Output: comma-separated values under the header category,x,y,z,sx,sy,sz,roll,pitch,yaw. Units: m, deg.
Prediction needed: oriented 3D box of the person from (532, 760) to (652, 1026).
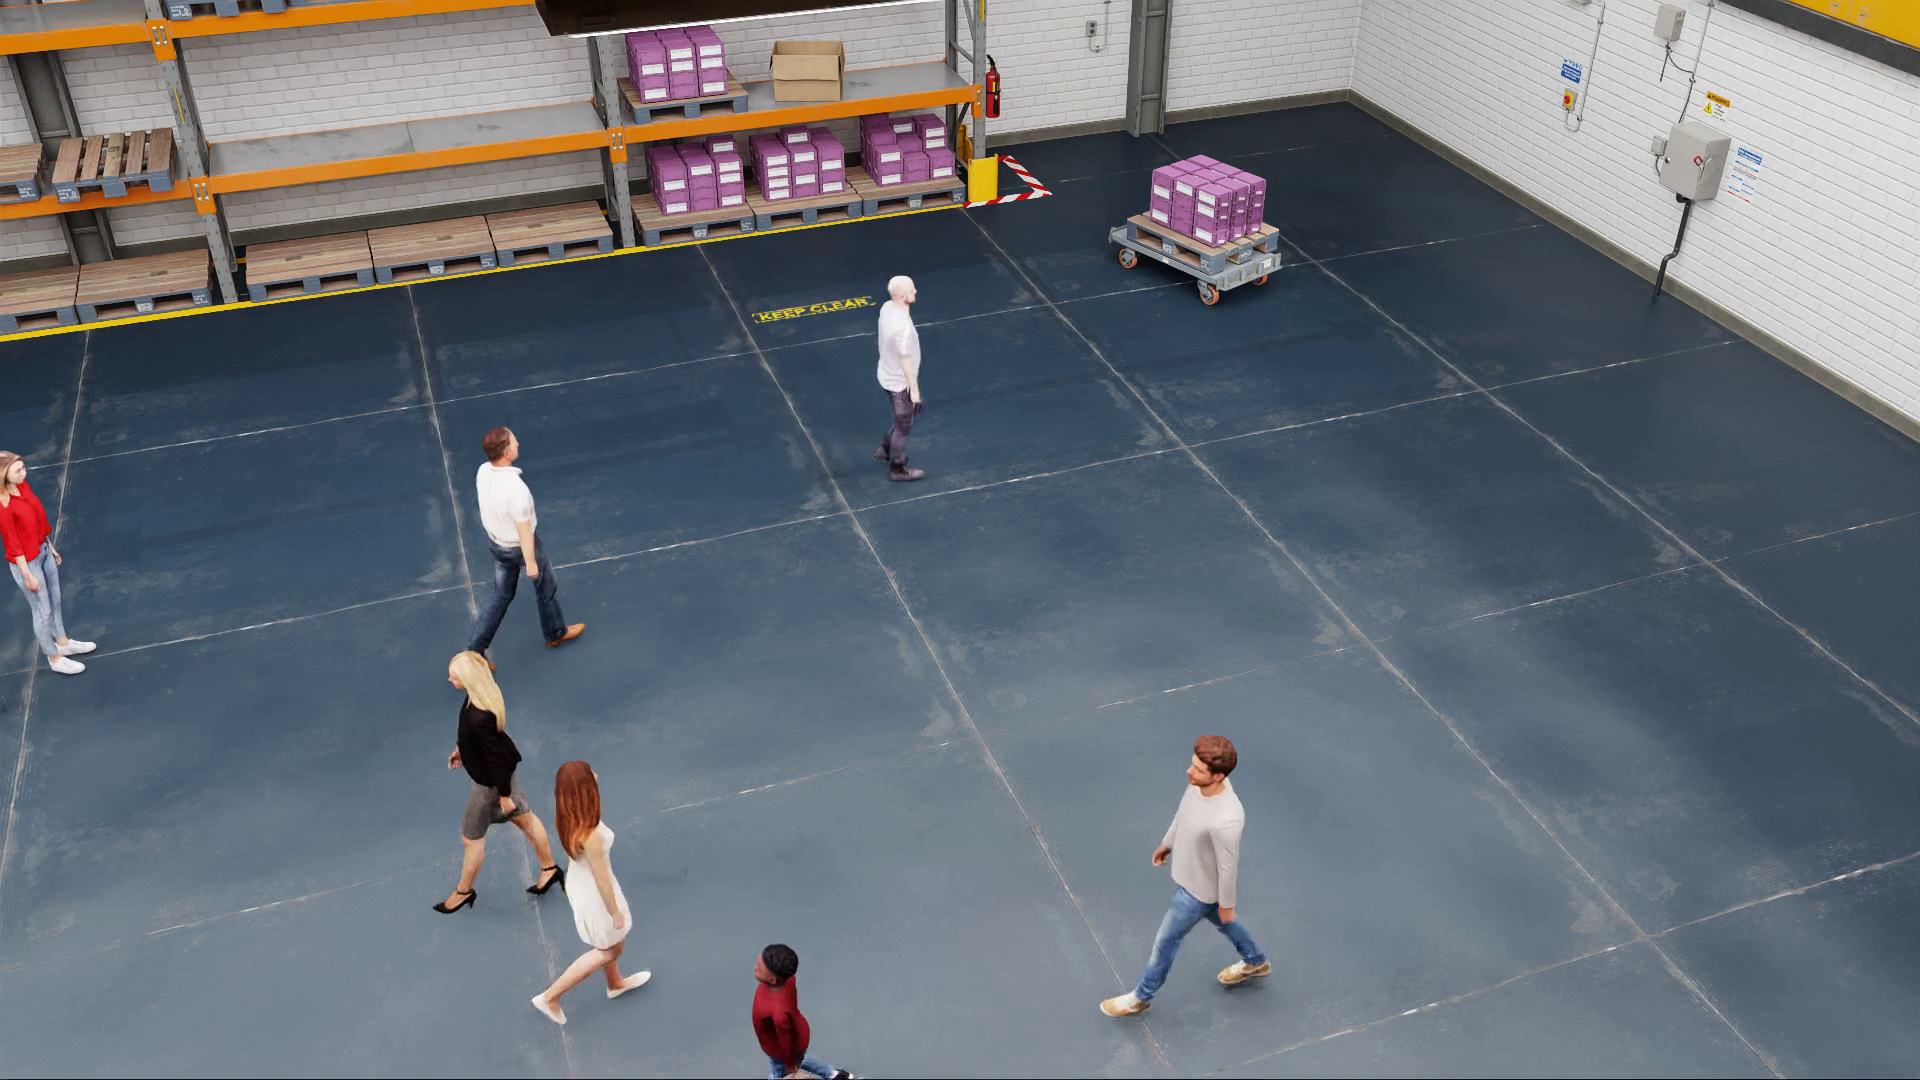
category,x,y,z,sx,sy,sz,roll,pitch,yaw
person,-1.998,1.885,8.695,0.943,1.695,0.661,-18,38,-25

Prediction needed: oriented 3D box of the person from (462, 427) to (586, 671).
category,x,y,z,sx,sy,sz,roll,pitch,yaw
person,-3.112,0.091,11.277,1.018,1.823,1.278,29,43,36

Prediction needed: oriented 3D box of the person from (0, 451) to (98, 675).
category,x,y,z,sx,sy,sz,roll,pitch,yaw
person,-6.304,0.140,11.311,0.597,1.706,0.664,-3,34,-4

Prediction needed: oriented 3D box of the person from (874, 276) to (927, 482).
category,x,y,z,sx,sy,sz,roll,pitch,yaw
person,-0.572,-1.279,13.339,0.704,1.823,0.727,-7,34,-10

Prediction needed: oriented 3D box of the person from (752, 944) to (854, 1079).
category,x,y,z,sx,sy,sz,roll,pitch,yaw
person,-0.798,2.465,8.234,0.806,1.239,0.638,-1,34,-1

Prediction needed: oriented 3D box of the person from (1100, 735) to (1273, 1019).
category,x,y,z,sx,sy,sz,roll,pitch,yaw
person,1.356,1.758,8.738,1.288,1.858,0.873,-3,34,-5

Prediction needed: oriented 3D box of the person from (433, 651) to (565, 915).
category,x,y,z,sx,sy,sz,roll,pitch,yaw
person,-2.516,1.345,9.401,1.011,1.813,0.707,-7,34,-10
